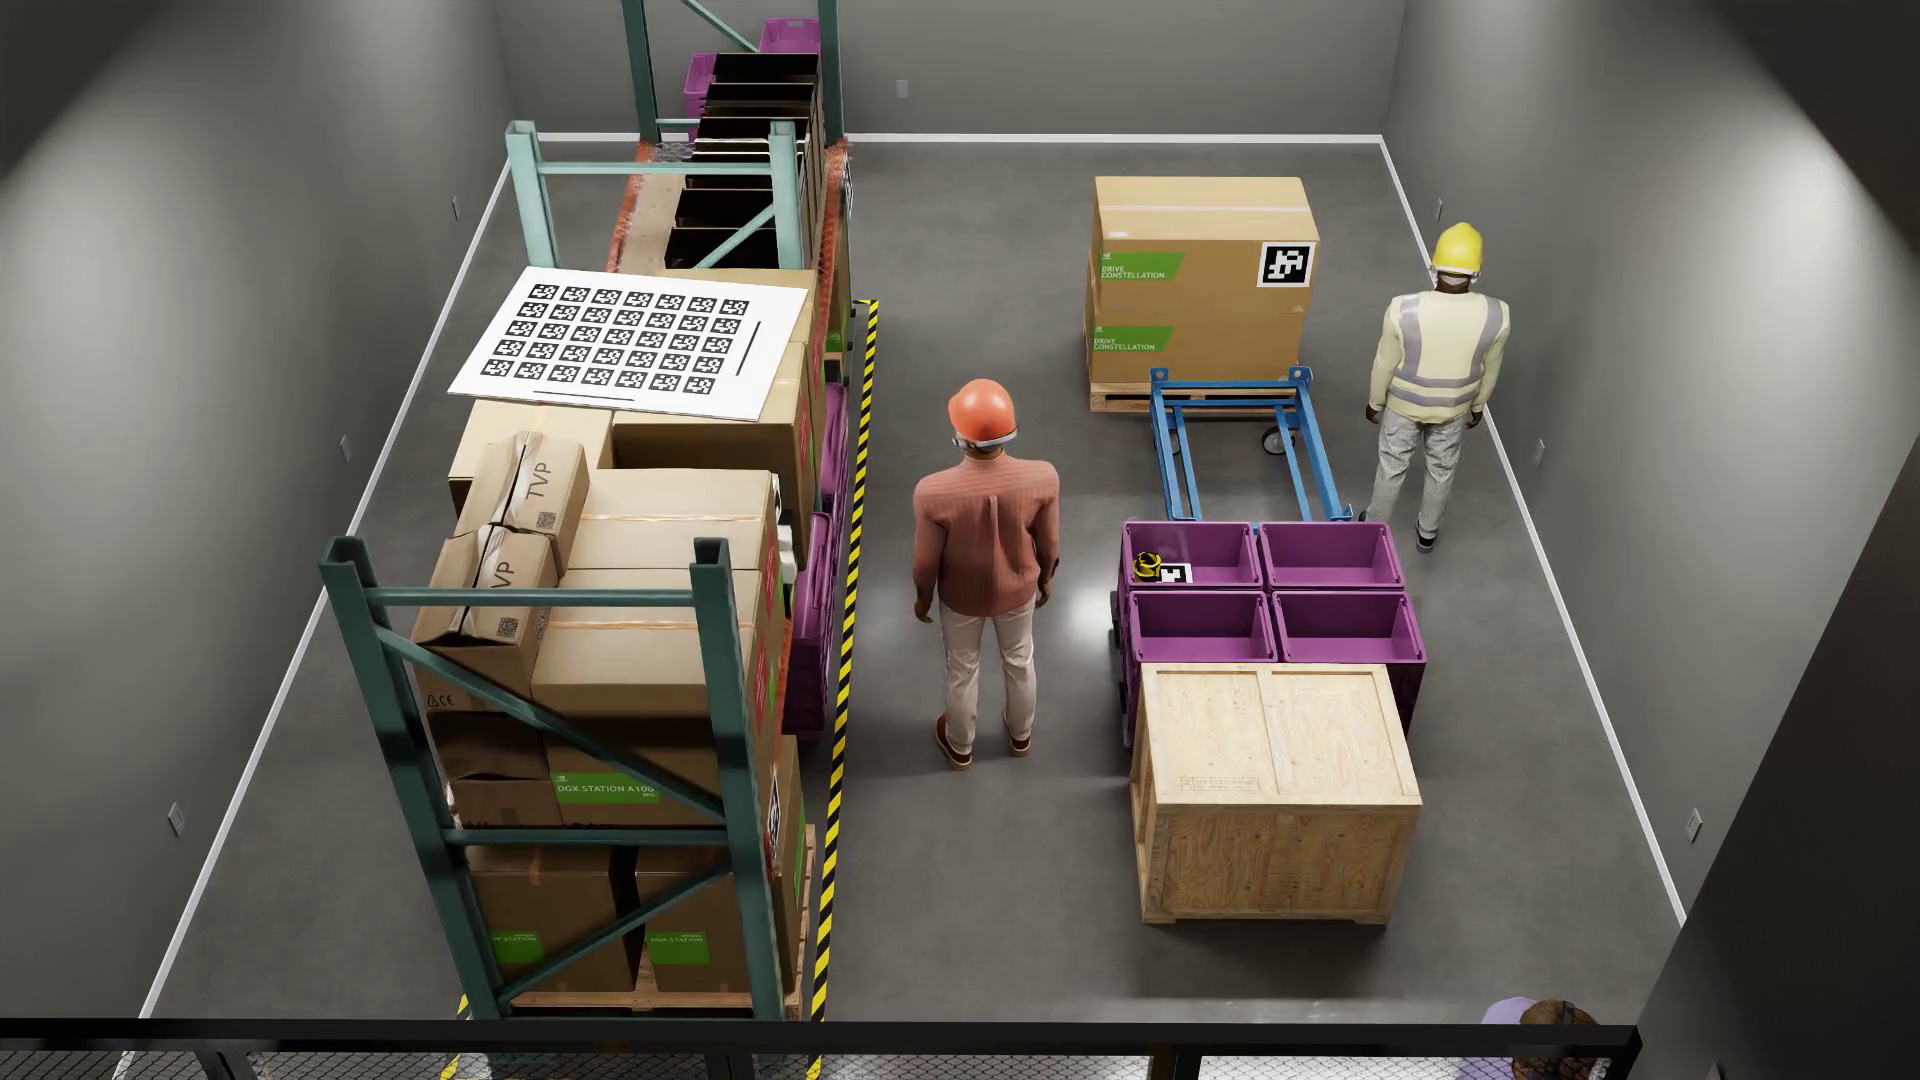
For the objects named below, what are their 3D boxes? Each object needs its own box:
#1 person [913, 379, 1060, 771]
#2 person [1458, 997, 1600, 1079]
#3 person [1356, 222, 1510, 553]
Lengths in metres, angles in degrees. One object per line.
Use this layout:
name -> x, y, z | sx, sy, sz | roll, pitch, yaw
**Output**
person -> 0.103, 0.174, 6.871 | 0.610, 1.997, 0.373 | -9, 42, -10
person -> 1.539, 1.940, 4.901 | 0.355, 1.938, 0.636 | 11, 42, 12
person -> 2.247, -0.693, 7.985 | 0.590, 1.831, 0.404 | 2, 41, 2
